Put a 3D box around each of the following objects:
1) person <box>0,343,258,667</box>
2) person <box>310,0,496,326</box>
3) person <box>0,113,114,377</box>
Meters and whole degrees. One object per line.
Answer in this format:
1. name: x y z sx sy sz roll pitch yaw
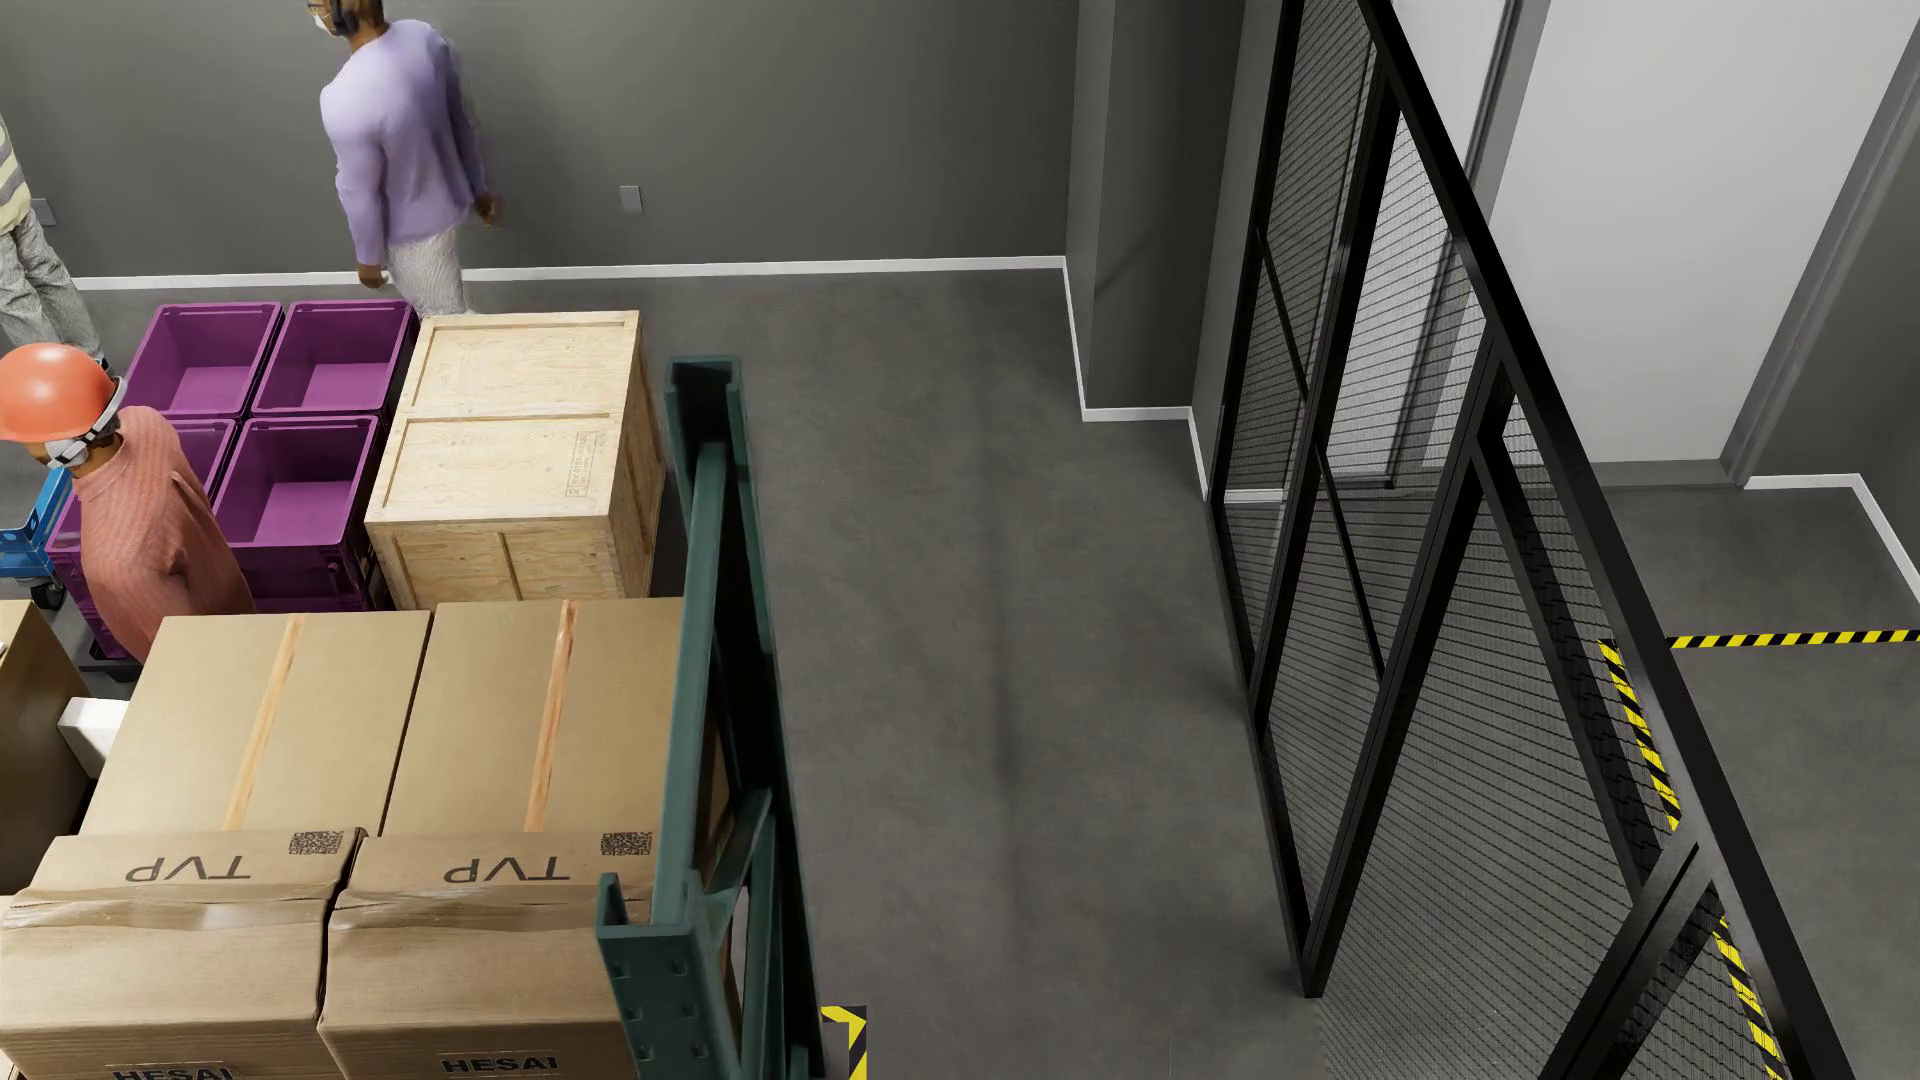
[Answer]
1. person: -2.069 0.266 4.464 0.397 1.992 0.621 -12 47 -11
2. person: -1.832 -1.157 5.889 0.898 1.909 0.623 8 47 7
3. person: -3.544 -1.187 5.960 0.404 1.837 0.586 1 46 1
